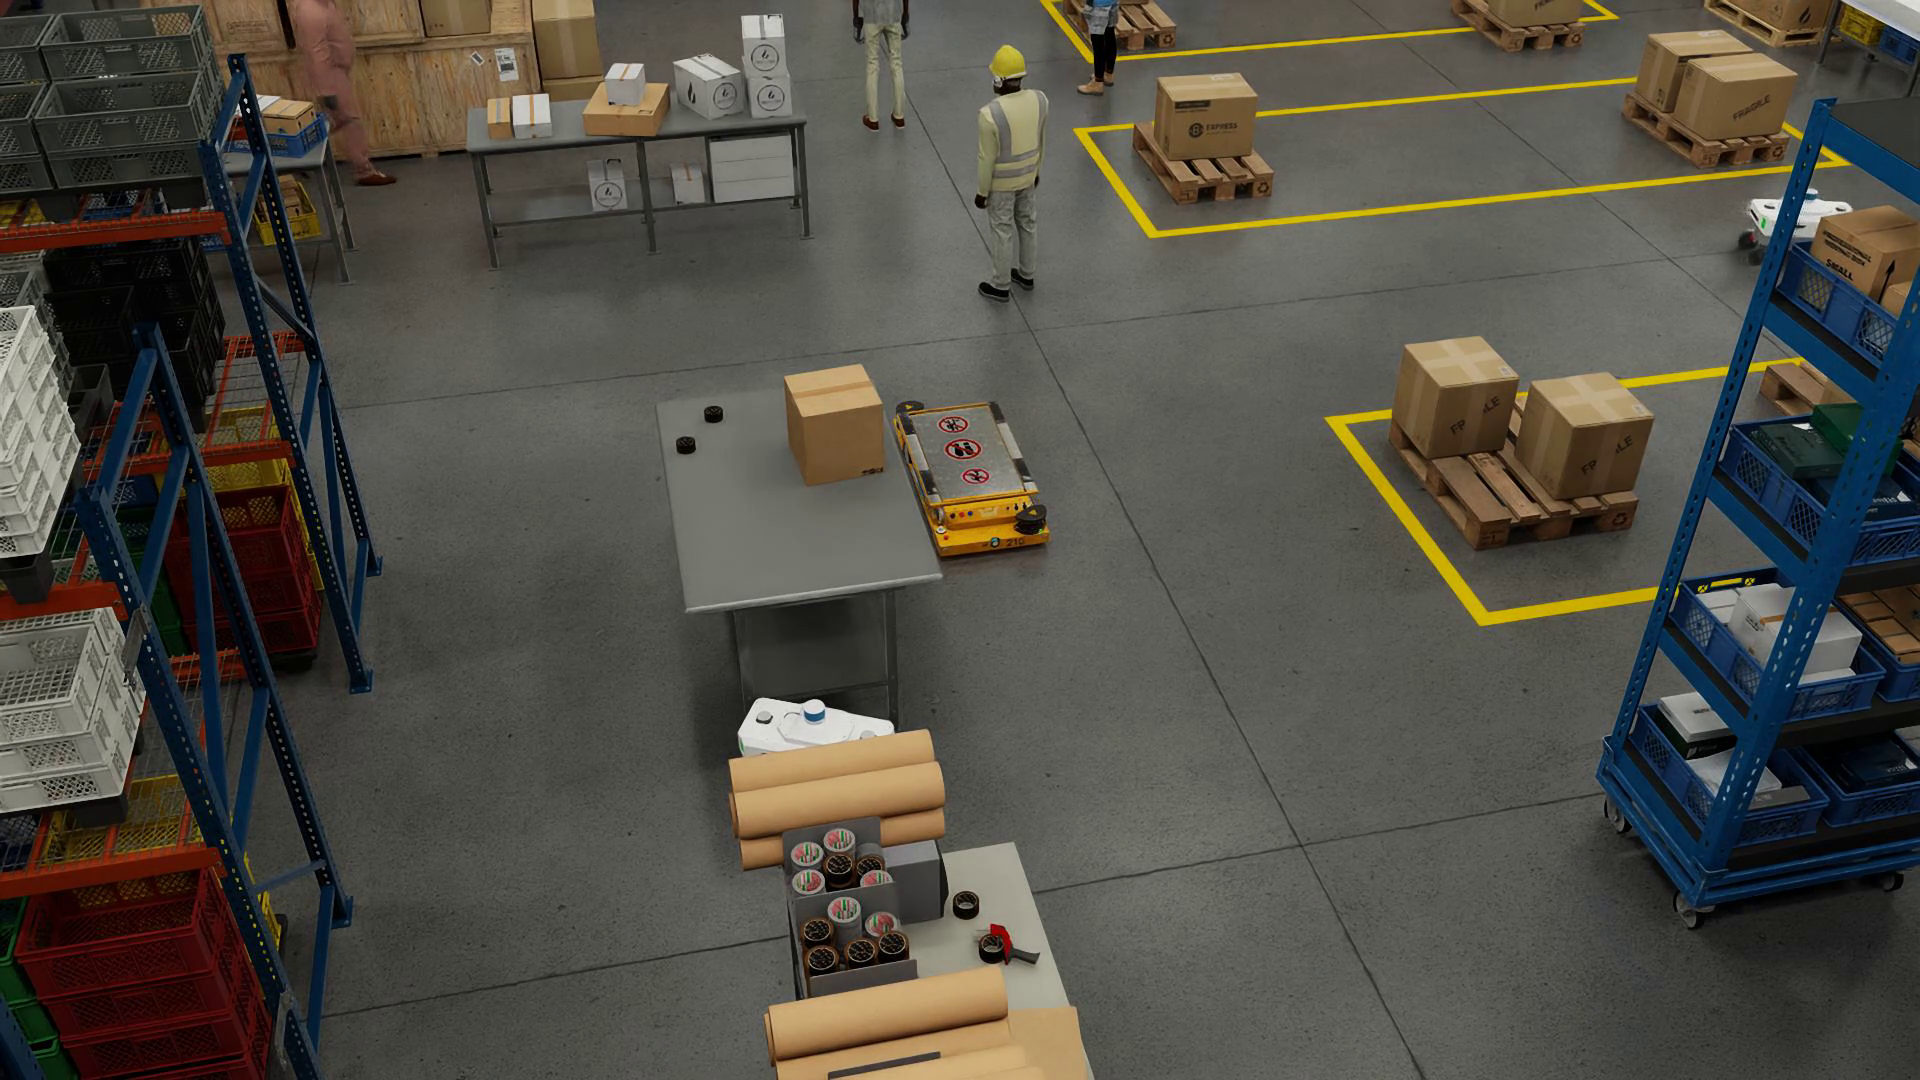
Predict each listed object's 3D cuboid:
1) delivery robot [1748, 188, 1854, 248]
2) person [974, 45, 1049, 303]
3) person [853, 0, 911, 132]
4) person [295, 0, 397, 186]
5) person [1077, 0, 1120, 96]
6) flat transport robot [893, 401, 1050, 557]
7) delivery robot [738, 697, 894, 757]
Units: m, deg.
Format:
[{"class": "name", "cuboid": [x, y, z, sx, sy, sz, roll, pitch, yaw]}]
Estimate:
[{"class": "delivery robot", "cuboid": [6.284, -2.386, 12.426, 0.707, 0.478, 0.477, 3, 37, 4]}, {"class": "person", "cuboid": [0.336, -2.557, 11.667, 0.591, 1.834, 0.404, -26, 44, -30]}, {"class": "person", "cuboid": [-0.665, -4.412, 14.143, 0.504, 1.861, 0.328, -6, 37, -8]}, {"class": "person", "cuboid": [-5.064, -3.680, 13.146, 0.762, 1.881, 0.660, -8, 37, -11]}, {"class": "person", "cuboid": [1.257, -4.829, 14.838, 0.320, 1.692, 0.531, 19, 41, 24]}, {"class": "flat transport robot", "cuboid": [0.046, -0.430, 10.108, 0.652, 0.197, 1.431, -8, 37, -10]}, {"class": "delivery robot", "cuboid": [-0.684, 0.969, 7.916, 0.707, 0.478, 0.477, 9, 38, 12]}]
